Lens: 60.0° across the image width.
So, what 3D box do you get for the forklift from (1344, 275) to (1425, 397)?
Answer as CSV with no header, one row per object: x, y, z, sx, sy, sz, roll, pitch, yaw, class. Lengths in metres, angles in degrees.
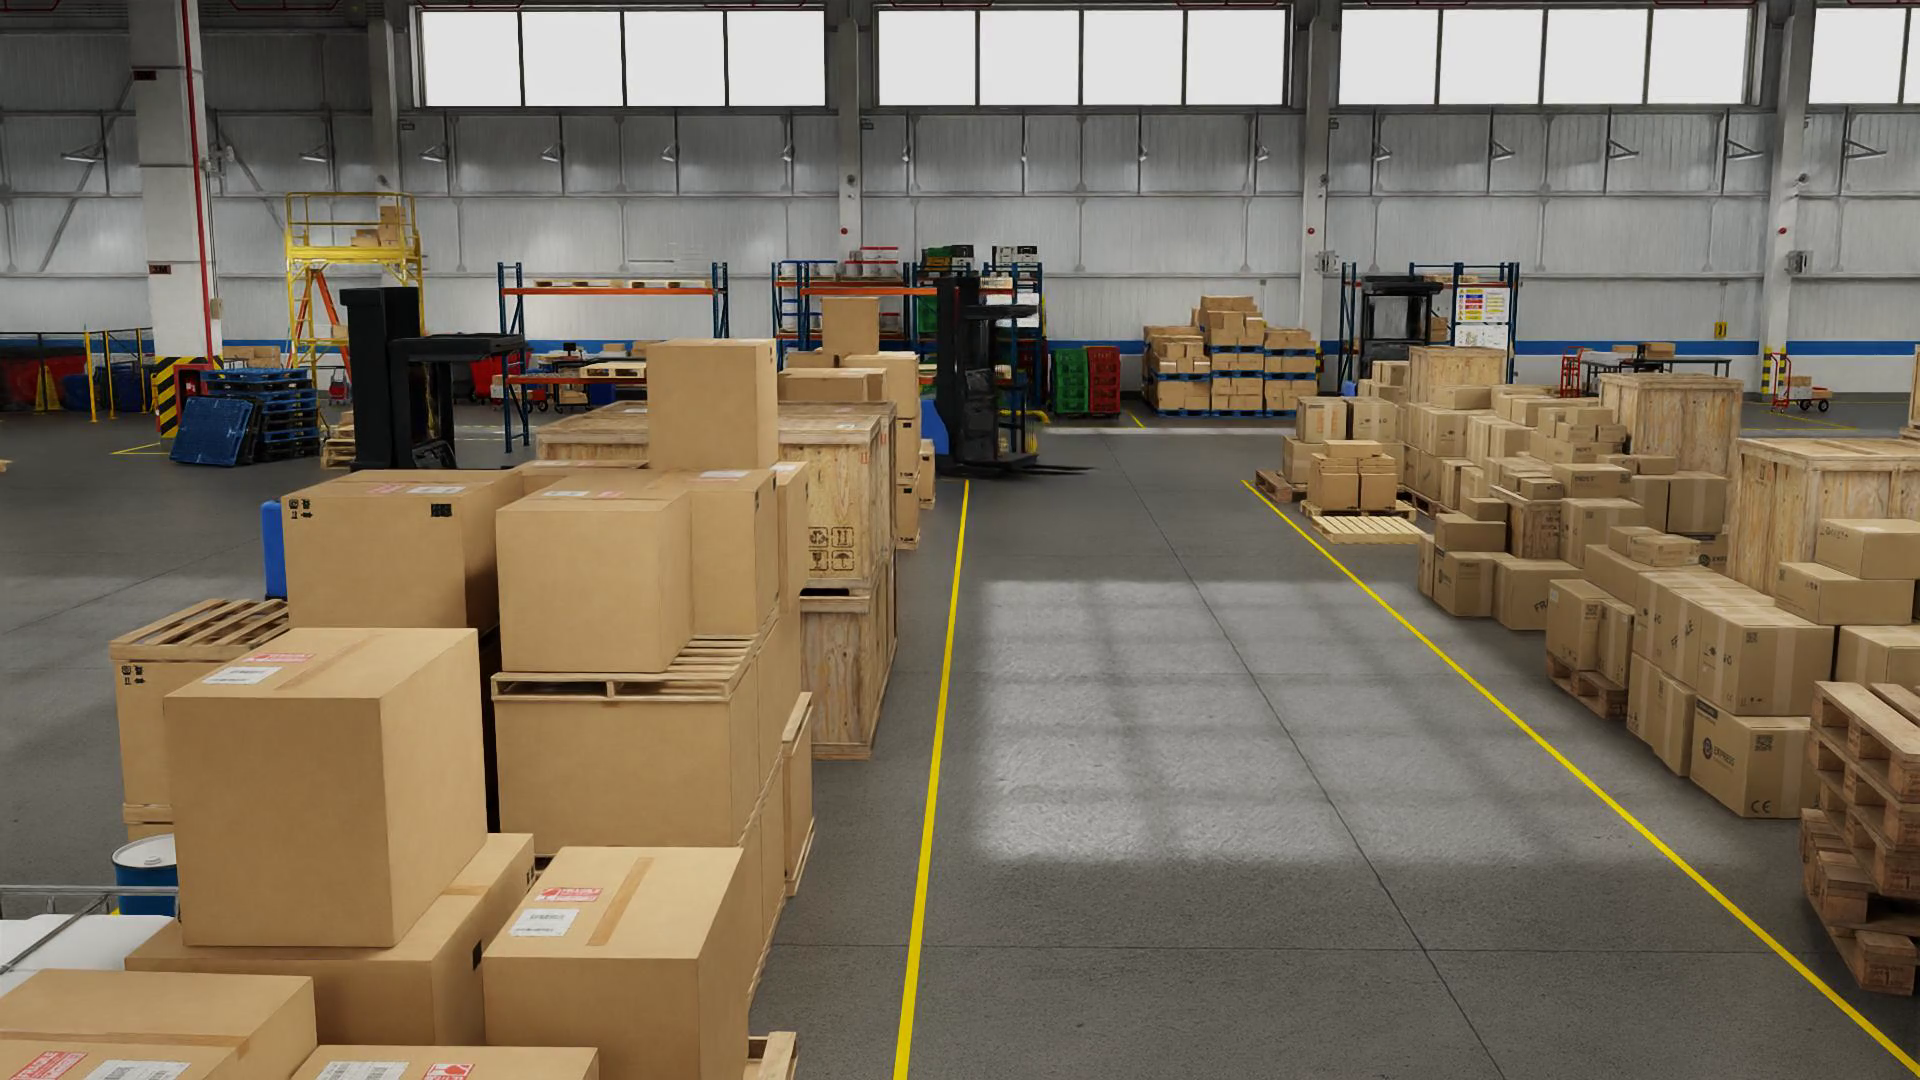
6.827,-2.810,26.466,1.129,2.768,1.873,0,9,1,forklift

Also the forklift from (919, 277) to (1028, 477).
-0.053,-2.386,23.928,1.873,2.768,1.129,4,10,25,forklift

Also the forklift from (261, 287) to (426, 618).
-4.769,-0.711,13.897,1.873,2.768,1.129,0,9,1,forklift

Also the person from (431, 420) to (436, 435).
-9.515,-2.702,28.752,0.837,1.908,0.570,2,10,13,person
